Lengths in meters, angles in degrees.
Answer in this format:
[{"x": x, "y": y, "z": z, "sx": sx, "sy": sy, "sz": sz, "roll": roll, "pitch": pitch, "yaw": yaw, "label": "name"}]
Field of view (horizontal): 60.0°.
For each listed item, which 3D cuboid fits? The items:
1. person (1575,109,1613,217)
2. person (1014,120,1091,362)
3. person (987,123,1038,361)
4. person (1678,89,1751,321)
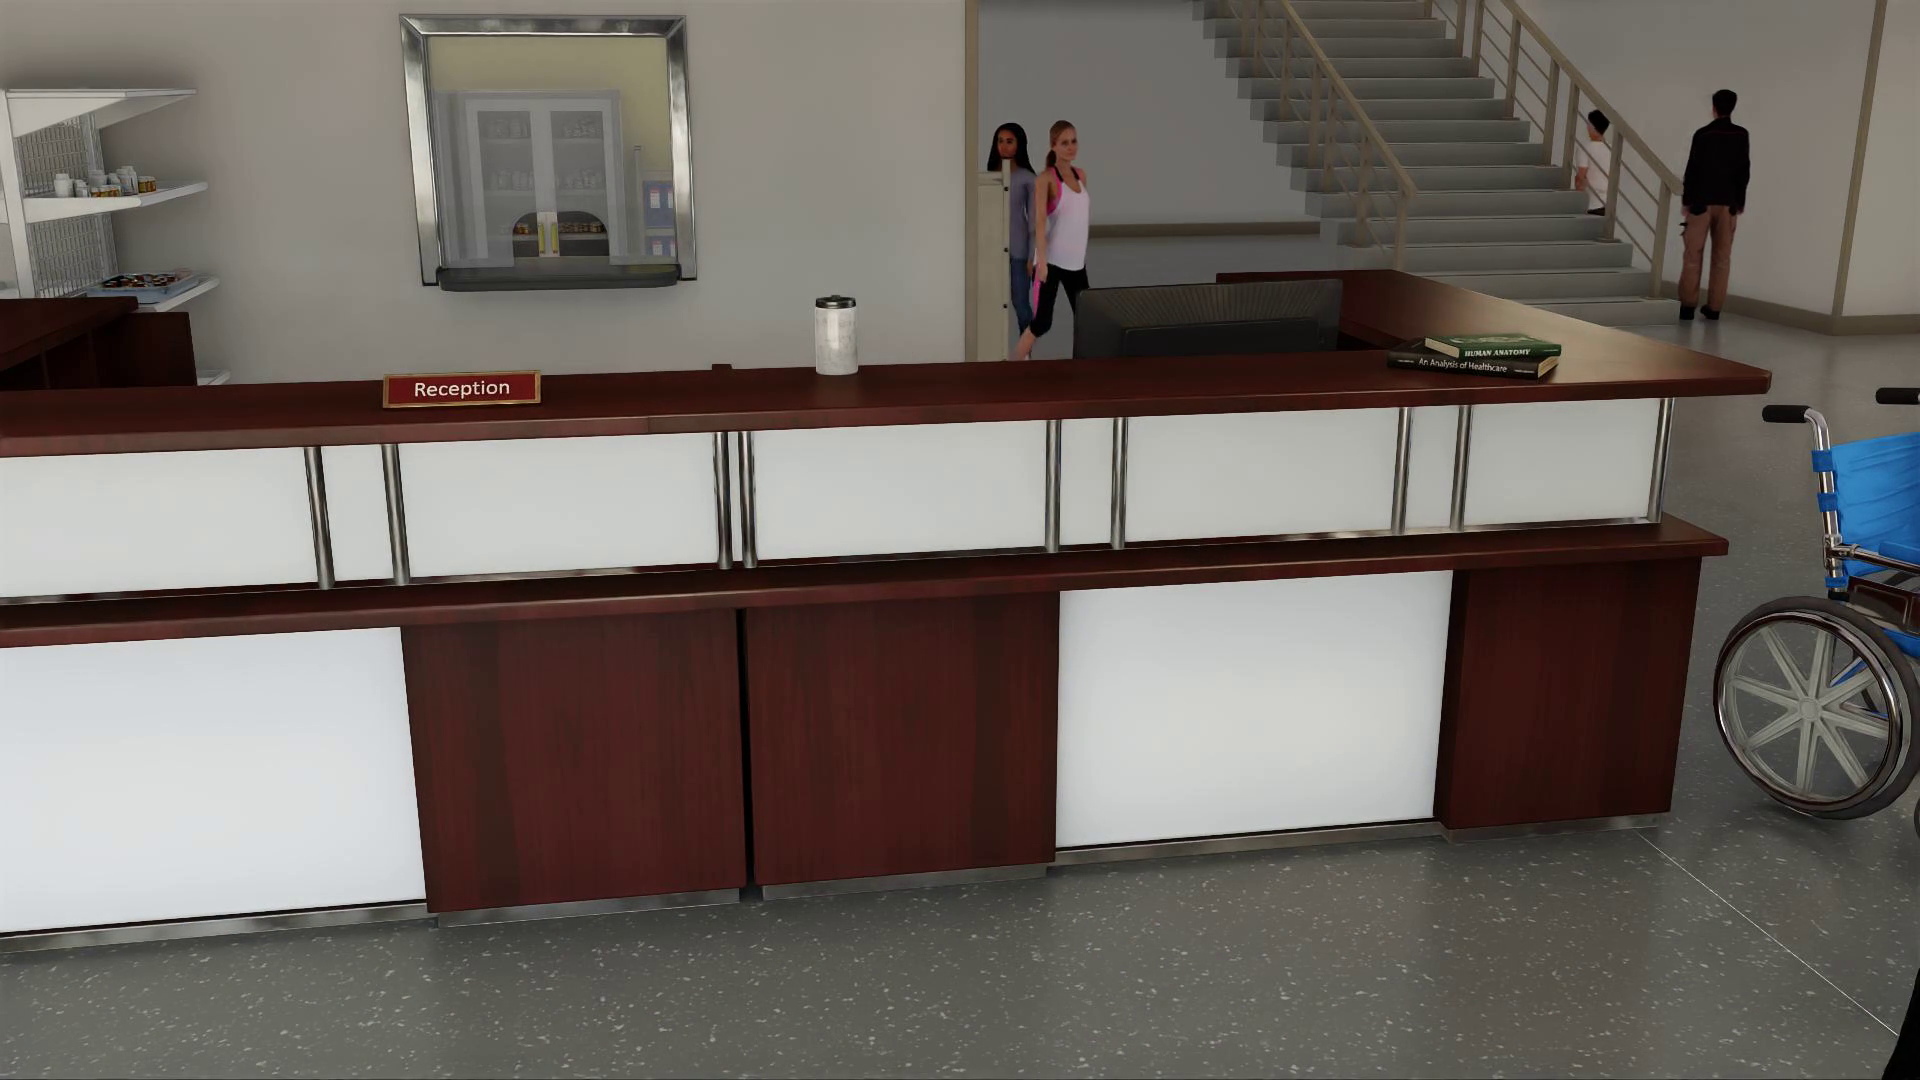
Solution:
[{"x": 5.959, "y": -3.128, "z": 15.530, "sx": 0.729, "sy": 1.694, "sz": 1.010, "roll": -5, "pitch": 16, "yaw": -17, "label": "person"}, {"x": 0.546, "y": -1.697, "z": 10.423, "sx": 1.027, "sy": 1.742, "sz": 1.244, "roll": -14, "pitch": 21, "yaw": -41, "label": "person"}, {"x": 0.378, "y": -1.962, "z": 11.424, "sx": 0.981, "sy": 1.708, "sz": 1.106, "roll": 8, "pitch": 18, "yaw": 26, "label": "person"}, {"x": 6.398, "y": -2.850, "z": 14.175, "sx": 0.749, "sy": 1.925, "sz": 0.690, "roll": 0, "pitch": 16, "yaw": 1, "label": "person"}]
